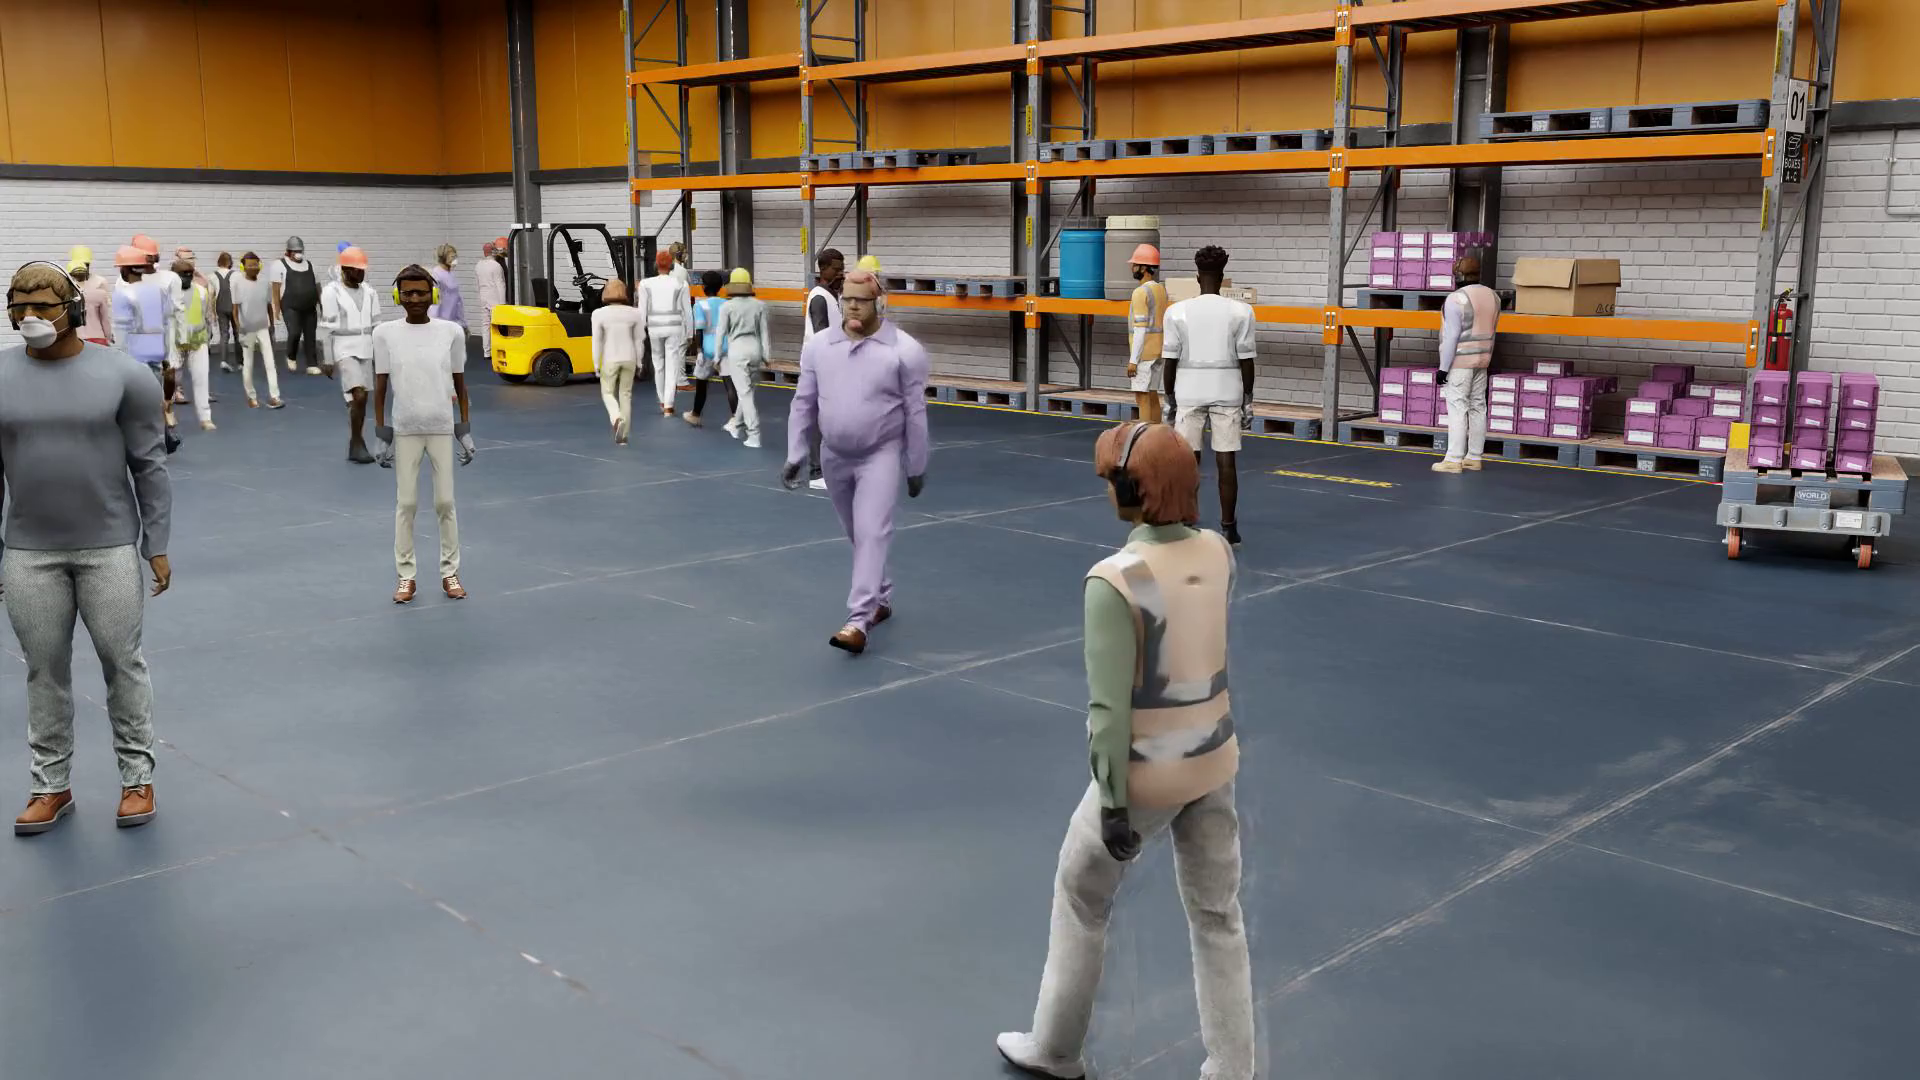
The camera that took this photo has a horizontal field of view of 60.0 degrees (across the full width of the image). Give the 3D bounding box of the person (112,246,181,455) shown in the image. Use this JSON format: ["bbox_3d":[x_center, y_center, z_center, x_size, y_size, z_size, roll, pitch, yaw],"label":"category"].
[{"bbox_3d":[-7.323,-1.652,14.856,0.393,1.927,0.564,4,11,19],"label":"person"}]

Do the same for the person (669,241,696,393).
[{"bbox_3d":[-3.635,-2.870,21.475,0.372,1.940,0.627,-7,12,-33],"label":"person"}]

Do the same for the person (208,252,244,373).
[{"bbox_3d":[-10.818,-3.369,24.650,0.563,1.782,0.979,-3,11,-14],"label":"person"}]

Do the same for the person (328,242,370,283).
[{"bbox_3d":[-9.187,-3.532,25.122,0.626,1.920,0.451,-1,10,-7],"label":"person"}]

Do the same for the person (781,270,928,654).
[{"bbox_3d":[-0.518,-0.402,8.267,0.654,1.847,1.020,4,11,21],"label":"person"}]

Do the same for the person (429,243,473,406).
[{"bbox_3d":[-5.989,-2.531,19.666,0.662,1.915,0.645,-1,10,-3],"label":"person"}]

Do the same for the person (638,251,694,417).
[{"bbox_3d":[-3.318,-2.337,18.852,0.600,1.829,0.980,0,10,-2],"label":"person"}]

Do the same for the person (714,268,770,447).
[{"bbox_3d":[-2.149,-1.776,16.131,0.511,1.694,0.877,-7,13,-35],"label":"person"}]

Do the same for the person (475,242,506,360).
[{"bbox_3d":[-7.569,-3.873,27.017,0.643,1.913,0.410,8,13,39],"label":"person"}]

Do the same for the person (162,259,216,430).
[{"bbox_3d":[-8.193,-2.052,17.459,0.647,1.795,0.887,-10,14,-43],"label":"person"}]

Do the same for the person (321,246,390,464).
[{"bbox_3d":[-5.298,-1.624,14.724,0.647,1.915,0.562,7,12,32],"label":"person"}]

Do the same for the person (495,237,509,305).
[{"bbox_3d":[-7.569,-4.006,27.559,0.410,1.988,0.632,-1,10,-8],"label":"person"}]

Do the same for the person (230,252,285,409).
[{"bbox_3d":[-8.150,-2.414,19.307,0.501,1.819,0.958,-8,13,-39],"label":"person"}]

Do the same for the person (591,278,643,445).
[{"bbox_3d":[-3.266,-1.696,15.953,0.504,1.619,0.523,-5,12,-26],"label":"person"}]

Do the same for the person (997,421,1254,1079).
[{"bbox_3d":[0.394,0.530,3.835,0.529,1.611,0.759,-9,14,-41],"label":"person"}]

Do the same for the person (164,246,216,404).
[{"bbox_3d":[-9.332,-2.578,20.023,0.401,1.897,0.735,8,13,37],"label":"person"}]

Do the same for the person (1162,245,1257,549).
[{"bbox_3d":[1.603,-0.909,10.726,0.603,1.959,0.374,2,11,11],"label":"person"}]

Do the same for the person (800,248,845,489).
[{"bbox_3d":[-1.085,-1.369,13.352,0.383,1.914,0.591,1,10,3],"label":"person"}]

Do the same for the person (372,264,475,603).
[{"bbox_3d":[-2.968,-0.582,9.209,0.534,1.862,0.311,-4,11,-20],"label":"person"}]

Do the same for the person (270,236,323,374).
[{"bbox_3d":[-9.563,-3.412,24.148,0.534,2.000,0.758,10,14,44],"label":"person"}]

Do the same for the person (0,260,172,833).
[{"bbox_3d":[-3.014,0.031,5.653,0.635,1.937,0.353,-2,11,-13],"label":"person"}]

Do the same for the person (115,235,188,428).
[{"bbox_3d":[-8.144,-2.052,16.785,0.625,2.022,0.536,-5,11,-24],"label":"person"}]

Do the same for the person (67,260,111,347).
[{"bbox_3d":[-9.517,-2.160,18.098,0.523,1.760,0.328,-10,14,-43],"label":"person"}]

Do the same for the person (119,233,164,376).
[{"bbox_3d":[-11.680,-3.360,23.859,0.608,2.044,0.377,-3,11,-14],"label":"person"}]

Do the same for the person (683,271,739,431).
[{"bbox_3d":[-2.570,-1.966,17.299,0.549,1.644,0.888,-9,14,-41],"label":"person"}]

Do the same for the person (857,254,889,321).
[{"bbox_3d":[-0.989,-2.167,17.968,0.443,1.815,0.615,8,13,36],"label":"person"}]

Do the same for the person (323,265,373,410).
[{"bbox_3d":[-7.162,-2.446,19.540,0.595,1.816,0.684,-5,12,-26],"label":"person"}]

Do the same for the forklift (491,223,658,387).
[{"bbox_3d":[-5.316,-3.263,22.920,2.313,2.155,1.214,-10,14,-44],"label":"forklift"}]

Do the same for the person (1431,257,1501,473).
[{"bbox_3d":[4.309,-1.491,14.237,0.621,1.837,0.429,-7,12,-33],"label":"person"}]

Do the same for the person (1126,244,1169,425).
[{"bbox_3d":[1.646,-1.663,14.882,0.350,1.942,0.545,5,12,28],"label":"person"}]

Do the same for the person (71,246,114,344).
[{"bbox_3d":[-10.331,-2.523,19.725,0.604,1.876,1.005,-10,14,-42],"label":"person"}]
